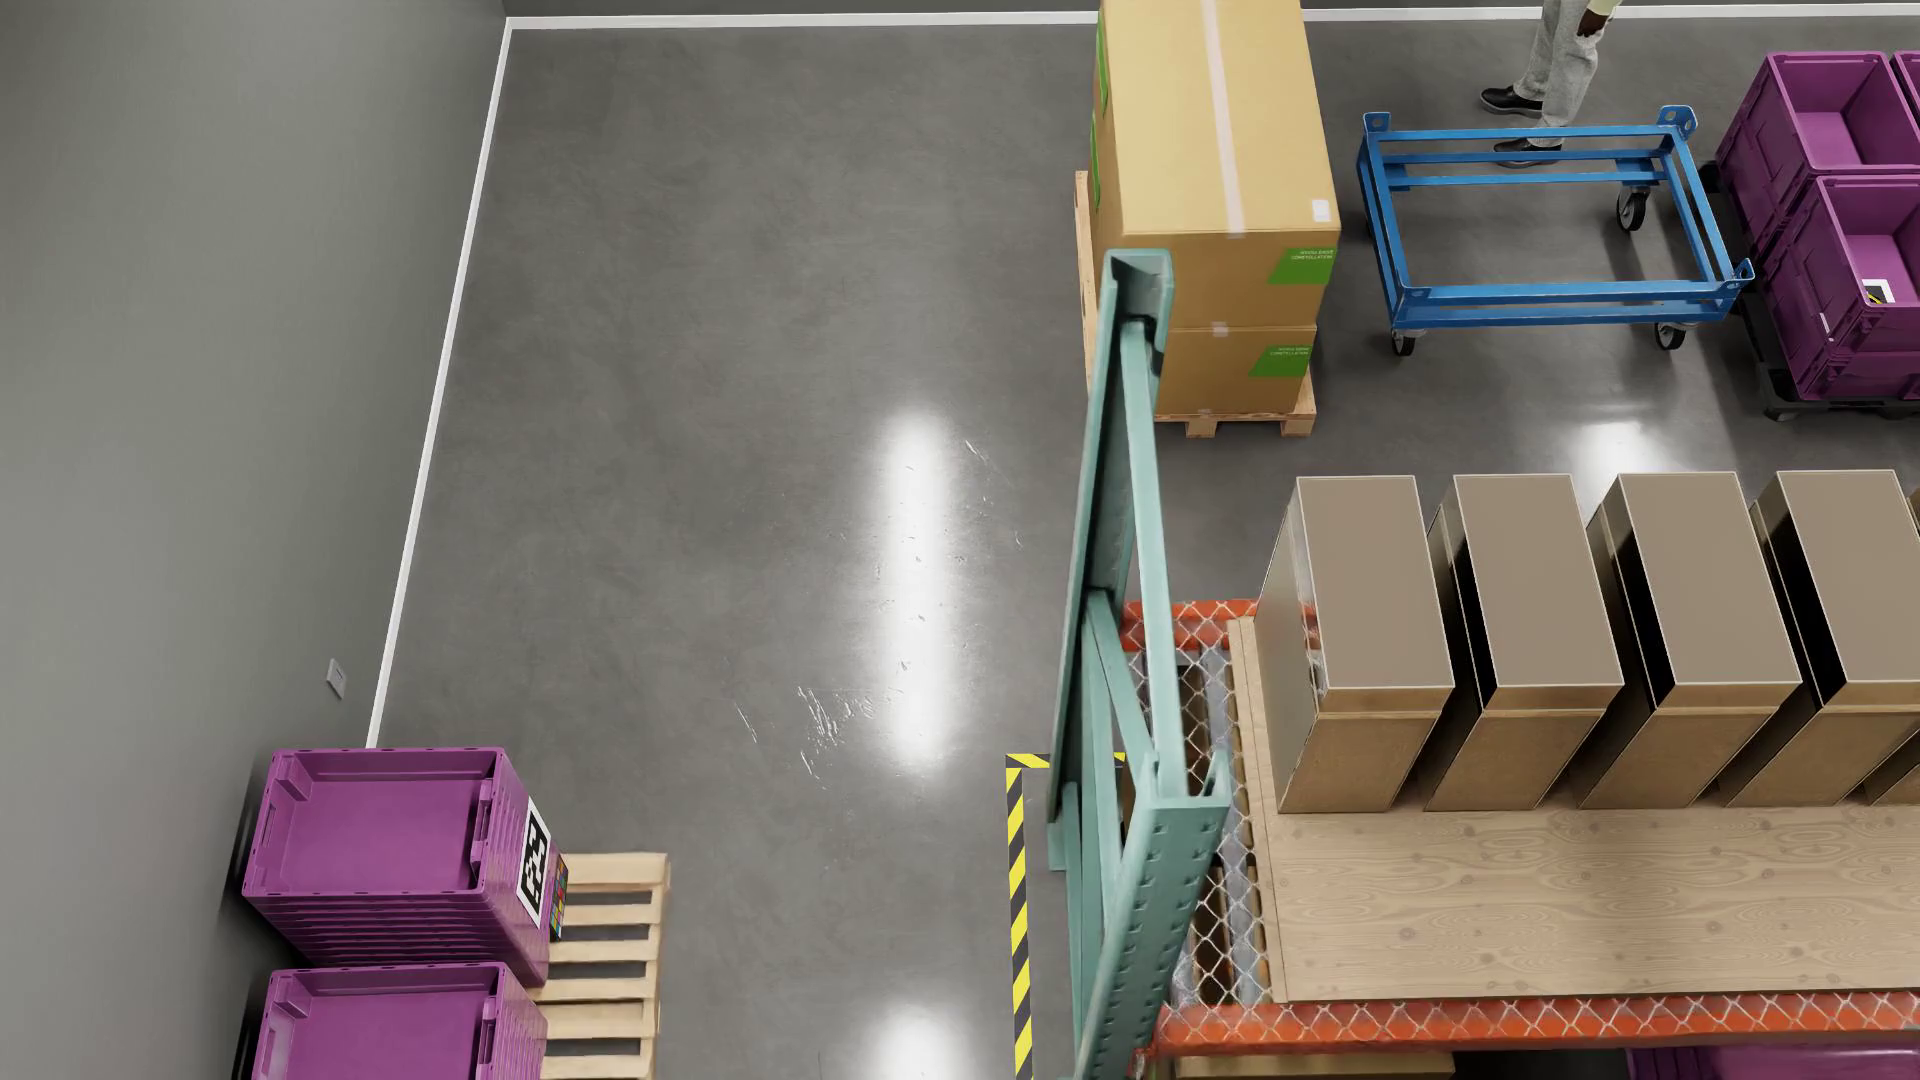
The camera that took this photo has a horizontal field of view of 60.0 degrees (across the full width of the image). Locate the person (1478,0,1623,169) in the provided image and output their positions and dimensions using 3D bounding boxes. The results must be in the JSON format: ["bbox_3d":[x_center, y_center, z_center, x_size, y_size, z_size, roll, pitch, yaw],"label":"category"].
[{"bbox_3d":[2.300,-2.151,6.082,0.404,1.829,0.600,2,58,1],"label":"person"}]
